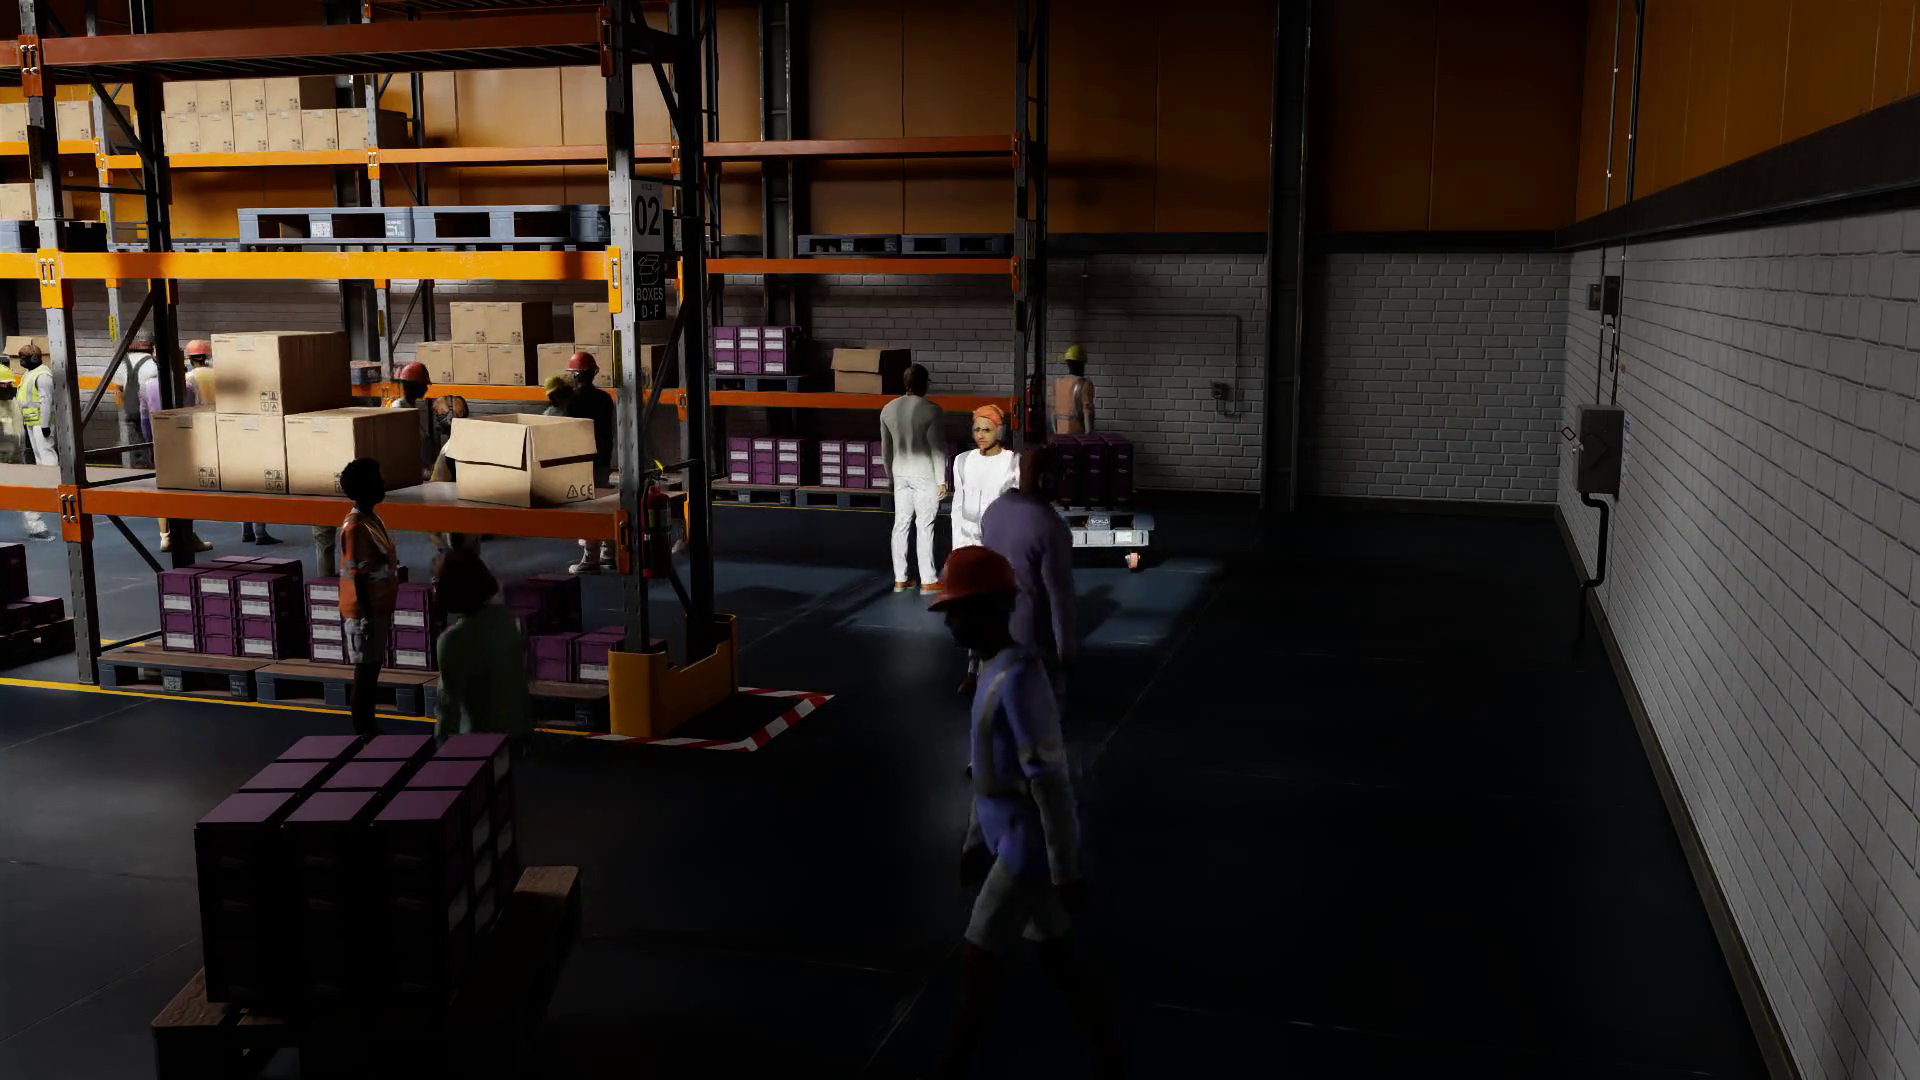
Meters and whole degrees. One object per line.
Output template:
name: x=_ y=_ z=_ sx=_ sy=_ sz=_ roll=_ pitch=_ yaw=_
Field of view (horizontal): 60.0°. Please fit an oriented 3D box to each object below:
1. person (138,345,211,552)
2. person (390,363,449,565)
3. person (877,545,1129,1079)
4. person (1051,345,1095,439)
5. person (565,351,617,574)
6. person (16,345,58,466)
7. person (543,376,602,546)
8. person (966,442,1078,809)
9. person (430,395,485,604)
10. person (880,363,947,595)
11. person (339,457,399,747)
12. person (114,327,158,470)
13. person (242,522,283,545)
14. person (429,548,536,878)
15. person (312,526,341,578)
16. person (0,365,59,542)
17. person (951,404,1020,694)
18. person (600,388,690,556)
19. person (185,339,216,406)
person: x=-7.539 y=-0.890 z=15.986 sx=0.624 sy=2.040 sz=0.391 roll=3 pitch=10 yaw=15
person: x=-5.000 y=-0.673 z=15.189 sx=1.019 sy=1.871 sz=0.572 roll=-1 pitch=9 yaw=-7
person: x=0.177 y=0.960 z=5.271 sx=0.839 sy=1.869 sz=0.582 roll=0 pitch=9 yaw=2
person: x=1.206 y=-1.097 z=17.605 sx=0.390 sy=1.925 sz=0.617 roll=-8 pitch=12 yaw=-41
person: x=-3.336 y=-0.691 z=14.913 sx=0.397 sy=1.992 sz=0.621 roll=4 pitch=10 yaw=22
person: x=-10.912 y=-1.393 z=19.698 sx=0.429 sy=1.837 sz=0.624 roll=-9 pitch=13 yaw=-43
person: x=-3.774 y=-0.758 z=16.256 sx=0.569 sy=1.693 sz=0.525 roll=0 pitch=9 yaw=-3
person: x=0.348 y=0.455 z=8.255 sx=0.473 sy=1.889 sz=0.665 roll=-6 pitch=11 yaw=-31
person: x=-3.602 y=-0.127 z=11.977 sx=0.429 sy=1.837 sz=0.626 roll=-3 pitch=10 yaw=-15
person: x=-0.373 y=-0.510 z=13.981 sx=0.627 sy=1.941 sz=0.370 roll=6 pitch=11 yaw=33
person: x=-3.270 y=0.388 z=9.232 sx=0.315 sy=1.700 sz=0.541 roll=-2 pitch=10 yaw=-12
person: x=-9.779 y=-1.569 z=20.130 sx=0.711 sy=2.000 sz=0.542 roll=2 pitch=10 yaw=14
person: x=-6.962 y=-0.834 z=16.519 sx=0.522 sy=1.758 sz=0.350 roll=8 pitch=12 yaw=41
person: x=-1.956 y=0.831 z=6.779 sx=0.448 sy=1.610 sz=0.521 roll=2 pitch=10 yaw=13
person: x=-5.005 y=-0.349 z=13.324 sx=0.600 sy=1.831 sz=0.404 roll=-6 pitch=11 yaw=-32
person: x=-9.560 y=-0.851 z=16.560 sx=0.939 sy=1.785 sz=0.611 roll=2 pitch=10 yaw=13
person: x=0.199 y=0.071 z=10.631 sx=0.576 sy=1.880 sz=0.351 roll=6 pitch=11 yaw=30
person: x=-3.006 y=-0.733 z=15.757 sx=1.015 sy=1.815 sz=0.536 roll=-3 pitch=10 yaw=-19
person: x=-8.682 y=-1.329 z=19.030 sx=0.694 sy=1.915 sz=0.585 roll=7 pitch=12 yaw=38
